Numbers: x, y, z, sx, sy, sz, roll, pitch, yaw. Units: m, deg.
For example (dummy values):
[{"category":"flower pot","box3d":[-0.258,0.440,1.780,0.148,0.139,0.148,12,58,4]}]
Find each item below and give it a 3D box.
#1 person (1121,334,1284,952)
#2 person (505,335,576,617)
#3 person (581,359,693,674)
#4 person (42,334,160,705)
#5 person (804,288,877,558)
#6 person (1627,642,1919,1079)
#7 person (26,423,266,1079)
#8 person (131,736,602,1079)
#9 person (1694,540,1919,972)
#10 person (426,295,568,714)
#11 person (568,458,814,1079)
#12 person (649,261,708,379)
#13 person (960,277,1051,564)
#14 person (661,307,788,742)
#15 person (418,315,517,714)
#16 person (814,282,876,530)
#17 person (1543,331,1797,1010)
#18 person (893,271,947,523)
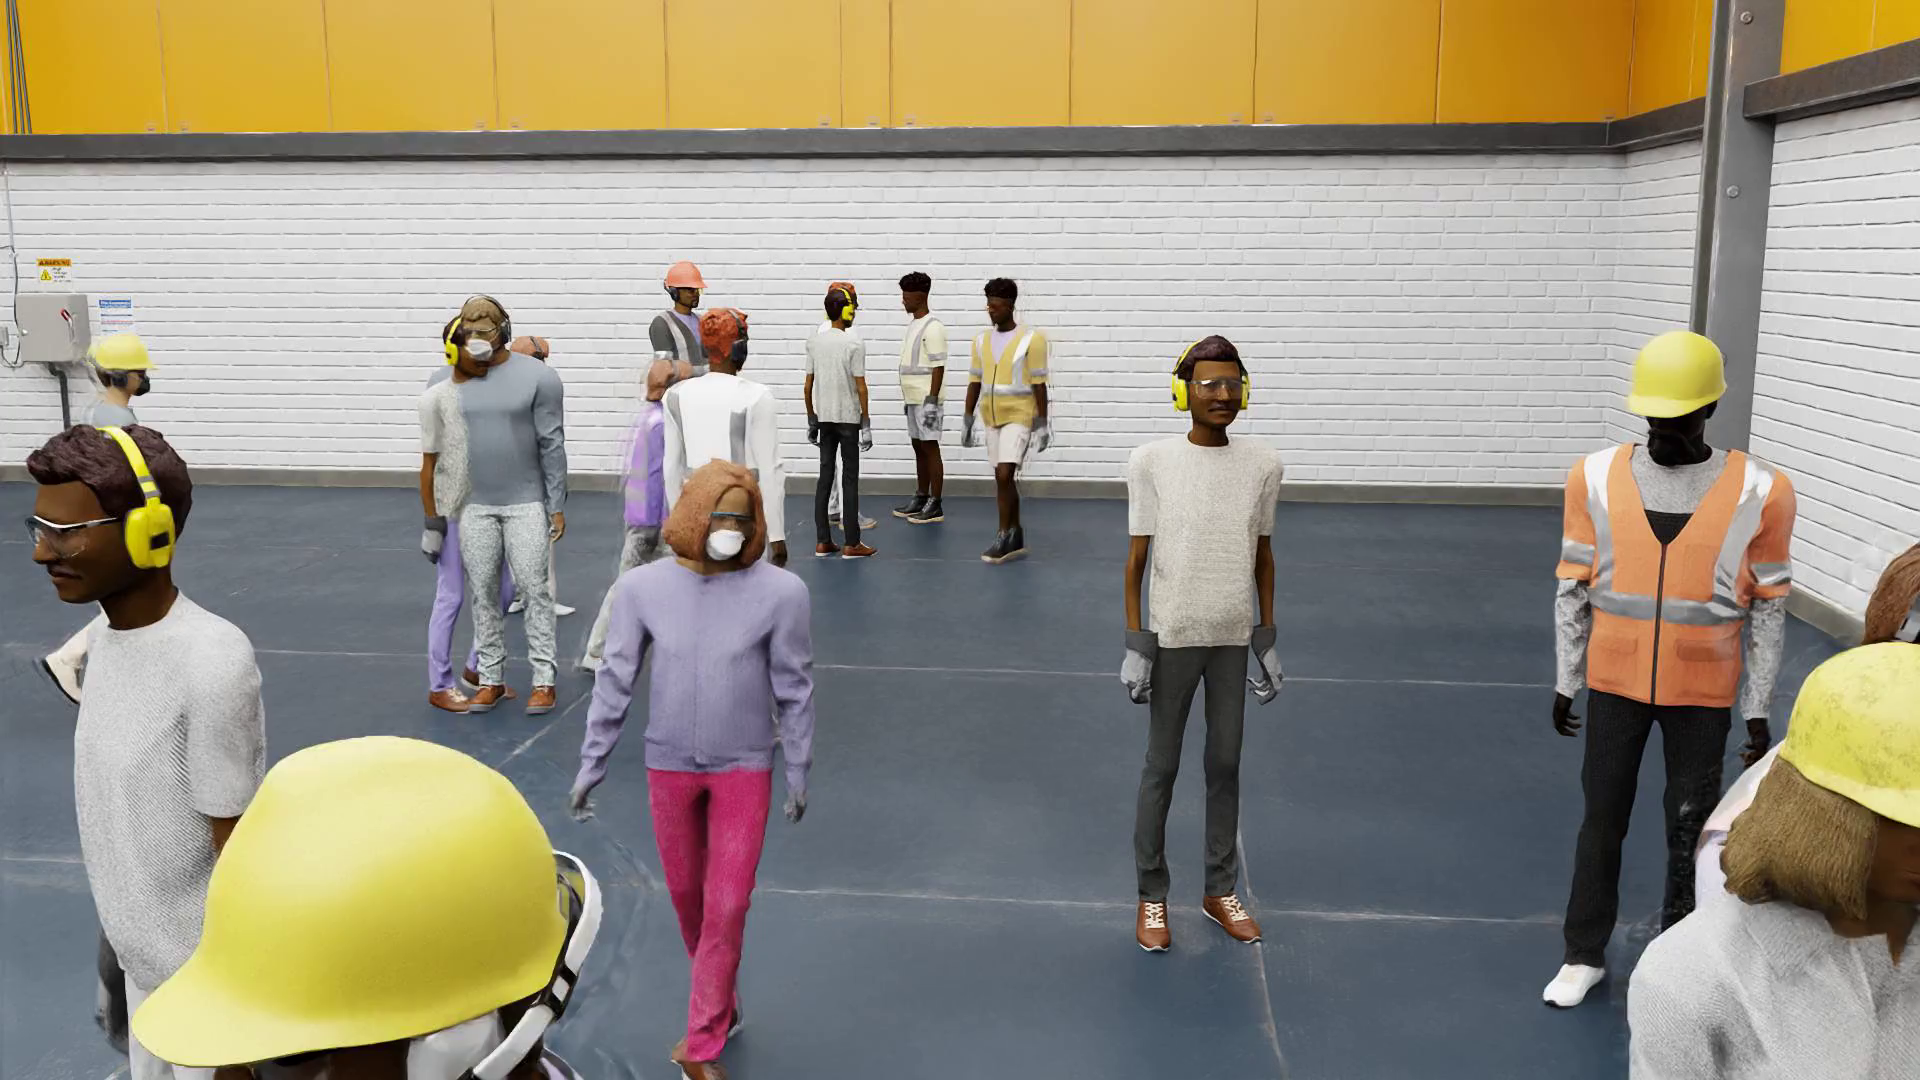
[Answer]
[{"category":"person","box3d":[0.742,0.316,5.077,0.513,1.877,0.328,-2,10,-12]},{"category":"person","box3d":[-2.488,-0.364,9.649,0.521,1.637,0.311,6,12,32]},{"category":"person","box3d":[-1.516,-0.098,8.249,0.811,1.589,0.519,-4,11,-19]},{"category":"person","box3d":[-3.911,-0.070,7.658,0.555,1.752,0.527,-6,12,-33]},{"category":"person","box3d":[-0.833,-0.804,11.521,0.538,1.863,0.312,6,11,30]},{"category":"person","box3d":[0.983,0.960,1.846,0.512,1.709,0.790,-1,10,-7]},{"category":"person","box3d":[-1.294,0.731,2.753,0.514,1.861,0.322,9,13,42]},{"category":"person","box3d":[-0.306,1.010,1.346,0.849,1.801,0.591,-6,11,-29]},{"category":"person","box3d":[1.155,0.856,2.213,0.629,1.806,0.906,-4,11,-24]},{"category":"person","box3d":[-2.119,-0.155,7.641,0.641,1.927,0.386,0,10,0]},{"category":"person","box3d":[-0.667,0.596,4.221,0.596,1.616,0.481,1,10,6]},{"category":"person","box3d":[-1.970,-0.984,12.042,0.375,2.044,0.607,4,11,23]},{"category":"person","box3d":[0.252,-0.808,11.321,0.631,1.936,0.760,9,13,41]},{"category":"person","box3d":[-0.993,-0.047,7.132,0.572,1.883,0.355,5,11,26]},{"category":"person","box3d":[-2.268,-0.111,7.650,0.425,1.842,0.540,4,11,24]},{"category":"person","box3d":[-0.895,-1.021,12.712,0.355,1.883,0.574,-7,12,-34]},{"category":"person","box3d":[1.914,0.391,4.538,0.590,1.913,0.397,6,11,30]},{"category":"person","box3d":[-0.303,-1.115,13.027,0.375,1.959,0.600,-3,10,-19]}]
